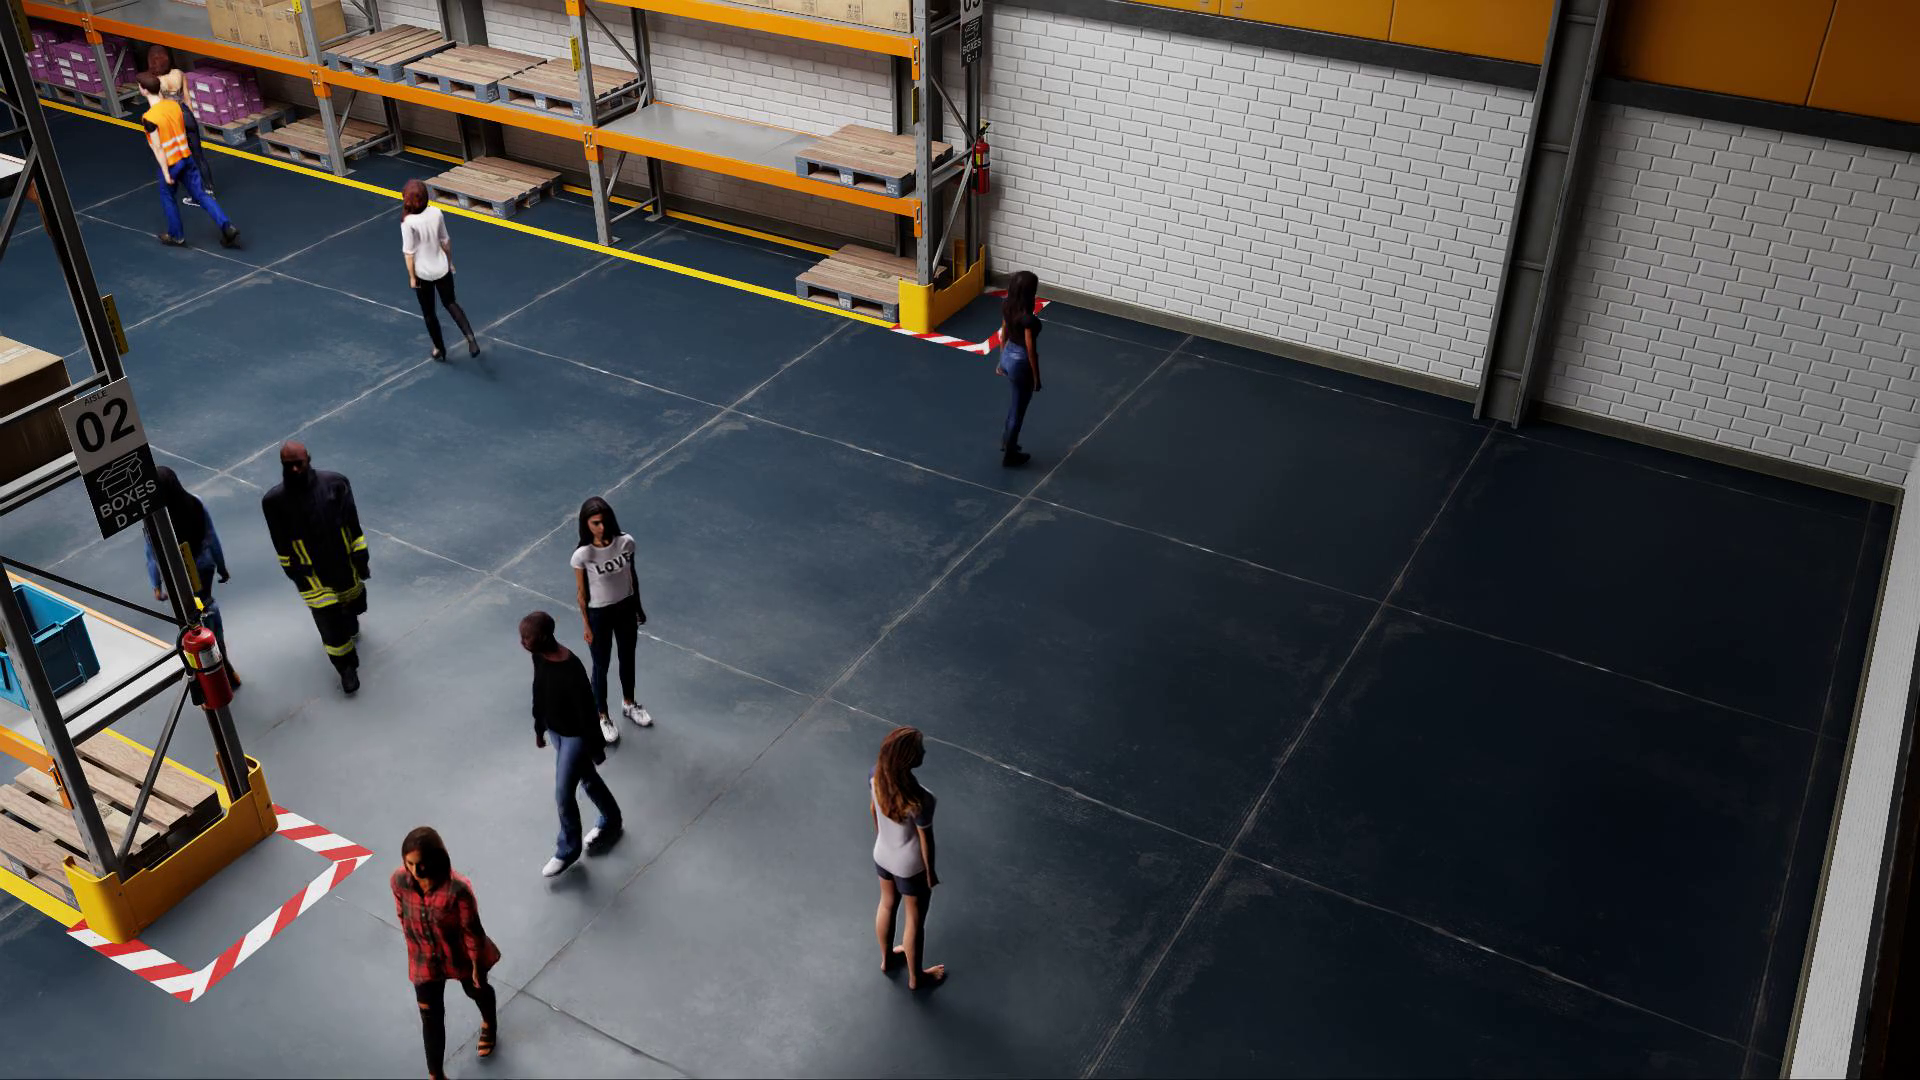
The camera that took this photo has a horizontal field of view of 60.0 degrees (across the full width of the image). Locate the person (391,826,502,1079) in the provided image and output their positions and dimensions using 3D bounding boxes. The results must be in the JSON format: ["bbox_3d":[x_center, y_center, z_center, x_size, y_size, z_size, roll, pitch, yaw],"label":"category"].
[{"bbox_3d":[-2.562,2.055,8.454,0.953,1.674,0.897,5,34,7],"label":"person"}]

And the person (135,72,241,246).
[{"bbox_3d":[-8.052,-3.903,17.257,1.240,1.851,0.806,12,36,18],"label":"person"}]

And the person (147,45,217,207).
[{"bbox_3d":[-8.595,-4.575,18.341,0.514,1.770,0.598,18,38,25],"label":"person"}]

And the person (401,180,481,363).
[{"bbox_3d":[-4.707,-2.368,15.011,0.952,1.781,0.716,25,41,33],"label":"person"}]

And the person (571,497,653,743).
[{"bbox_3d":[-2.254,0.492,10.715,0.657,1.774,0.628,-25,41,-33],"label":"person"}]

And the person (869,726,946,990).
[{"bbox_3d":[-0.311,1.709,8.923,0.561,1.730,0.704,29,43,36],"label":"person"}]

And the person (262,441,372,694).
[{"bbox_3d":[-4.314,0.087,11.299,1.085,1.801,1.265,-17,37,-24],"label":"person"}]

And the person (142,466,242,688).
[{"bbox_3d":[-5.064,0.281,11.097,0.700,1.702,0.650,21,39,28],"label":"person"}]

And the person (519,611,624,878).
[{"bbox_3d":[-2.233,1.105,9.837,0.860,1.723,0.795,26,42,33],"label":"person"}]

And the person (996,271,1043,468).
[{"bbox_3d":[0.399,-1.357,13.541,0.762,1.724,0.674,-17,37,-24],"label":"person"}]
